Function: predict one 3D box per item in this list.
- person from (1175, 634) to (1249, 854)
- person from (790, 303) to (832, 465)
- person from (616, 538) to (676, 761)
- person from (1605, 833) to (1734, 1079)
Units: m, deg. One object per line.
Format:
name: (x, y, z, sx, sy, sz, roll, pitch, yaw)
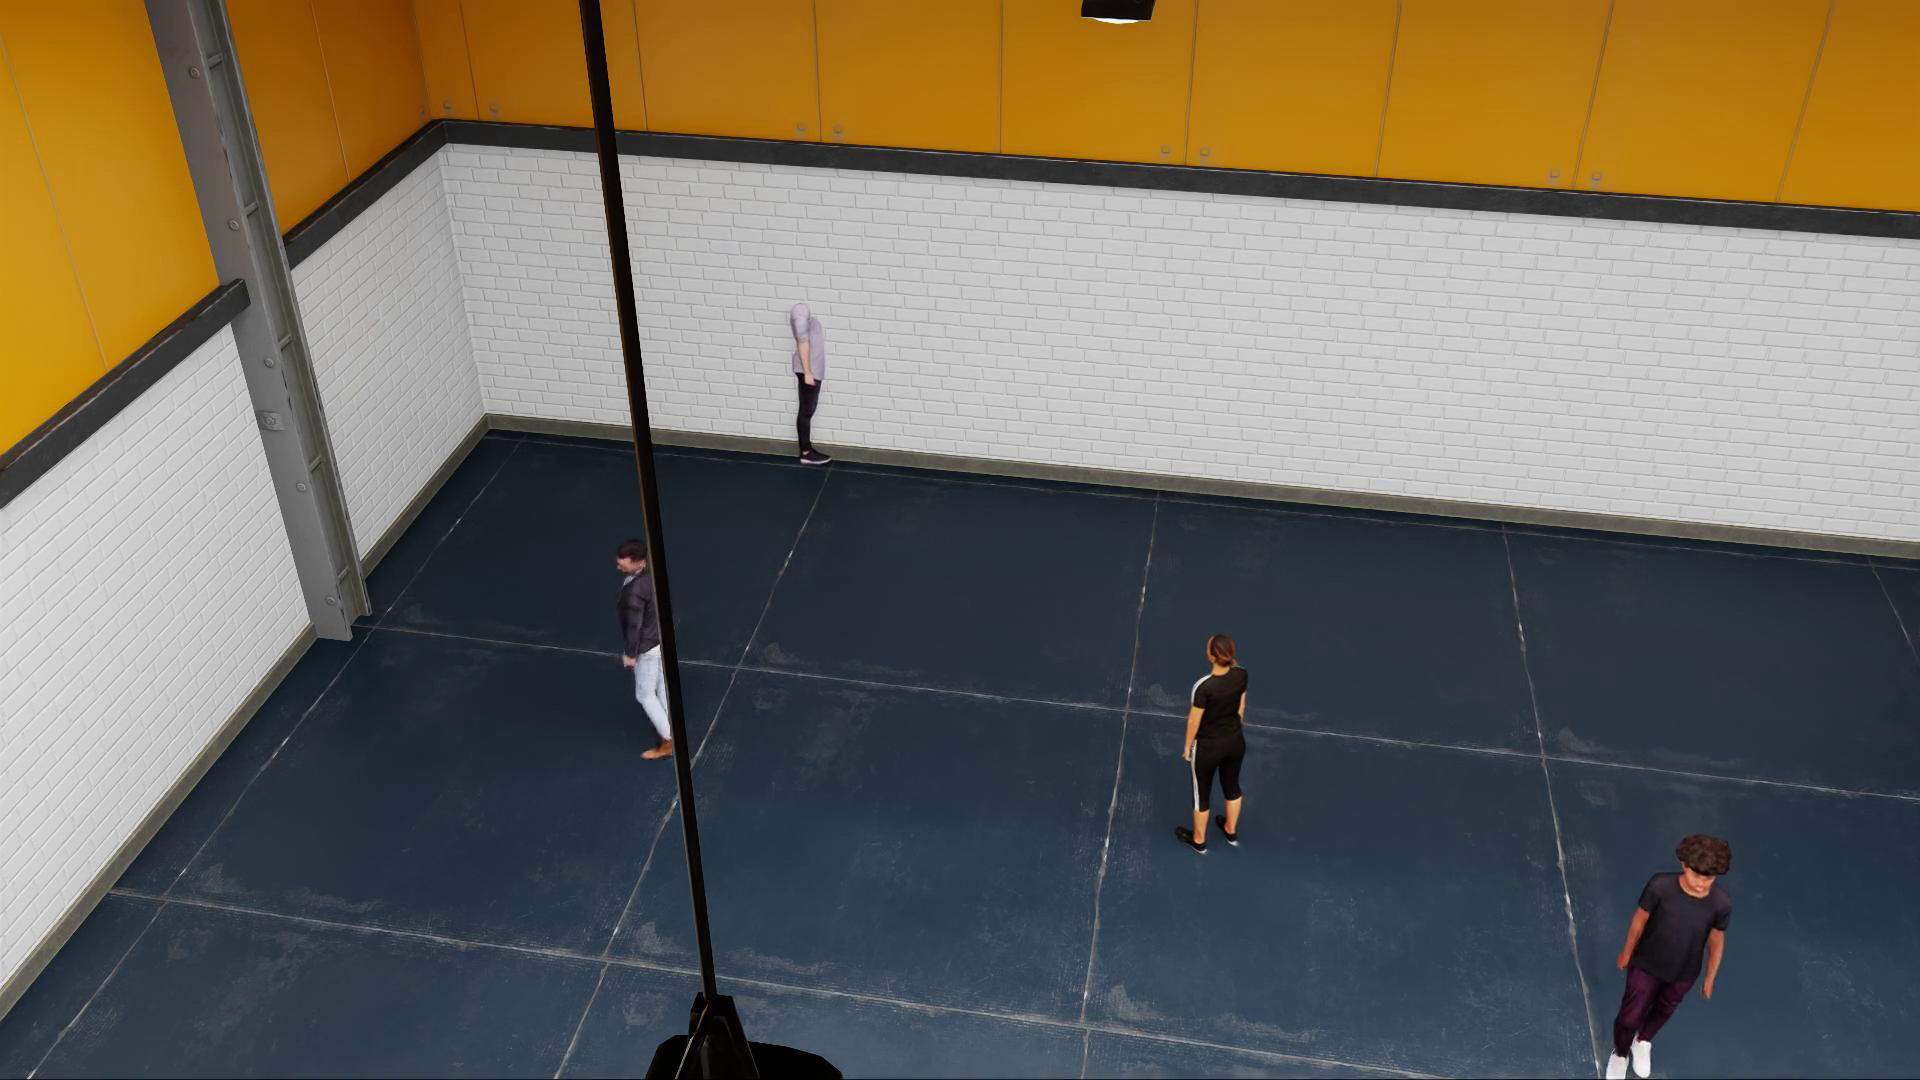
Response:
person: (1.681, 1.318, 10.822, 0.674, 1.663, 0.703, -14, 36, -20)
person: (-1.364, -1.590, 15.040, 0.748, 1.836, 0.559, 1, 34, 2)
person: (-2.157, 0.691, 11.631, 0.784, 1.811, 0.585, 20, 38, 27)
person: (3.946, 2.272, 9.288, 0.651, 1.771, 0.668, 7, 34, 11)
